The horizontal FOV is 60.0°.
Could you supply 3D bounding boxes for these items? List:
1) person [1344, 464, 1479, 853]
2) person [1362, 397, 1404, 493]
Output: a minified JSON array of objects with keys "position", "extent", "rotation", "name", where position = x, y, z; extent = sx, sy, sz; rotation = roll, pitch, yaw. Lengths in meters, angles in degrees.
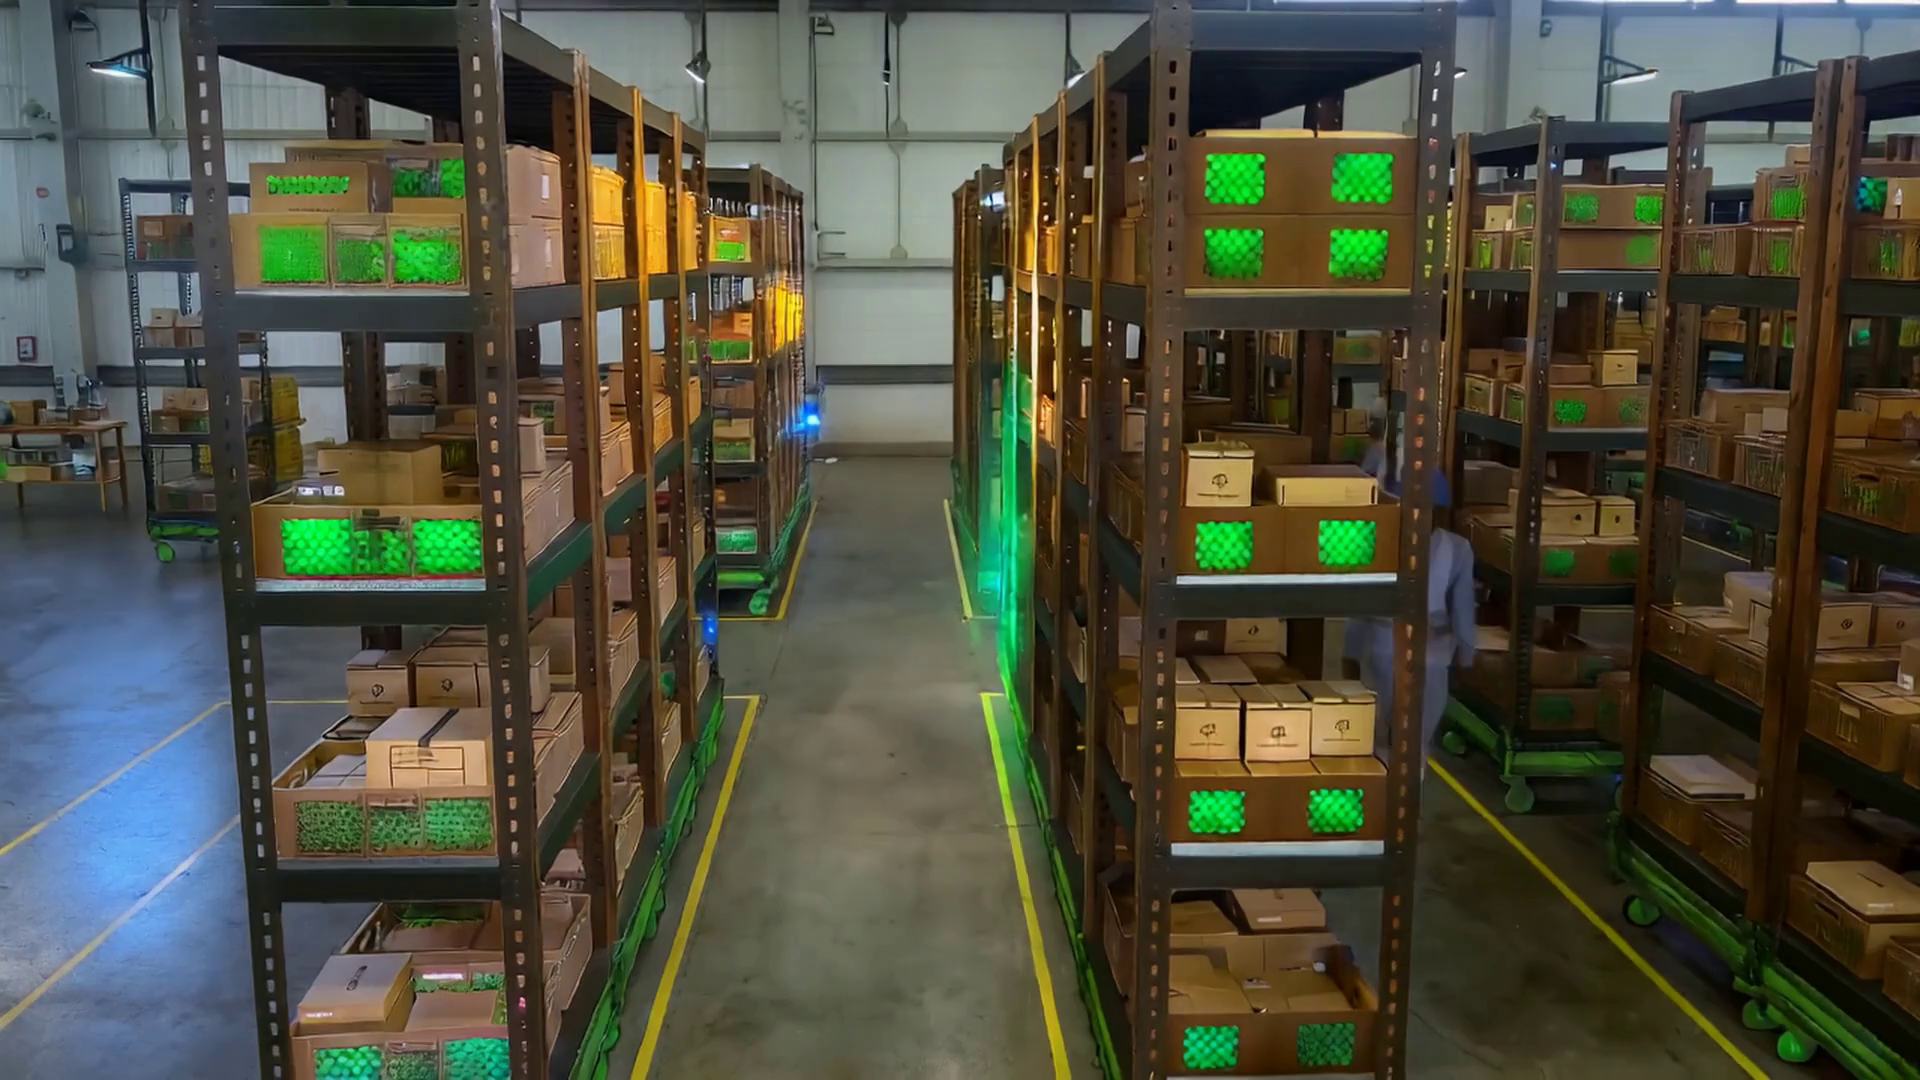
[{"position":[2.220,0.582,8.158],"extent":[0.640,1.934,0.439],"rotation":[-1,10,-7],"name":"person"},{"position":[3.355,-0.222,13.085],"extent":[0.446,1.814,0.598],"rotation":[0,10,-2],"name":"person"}]
